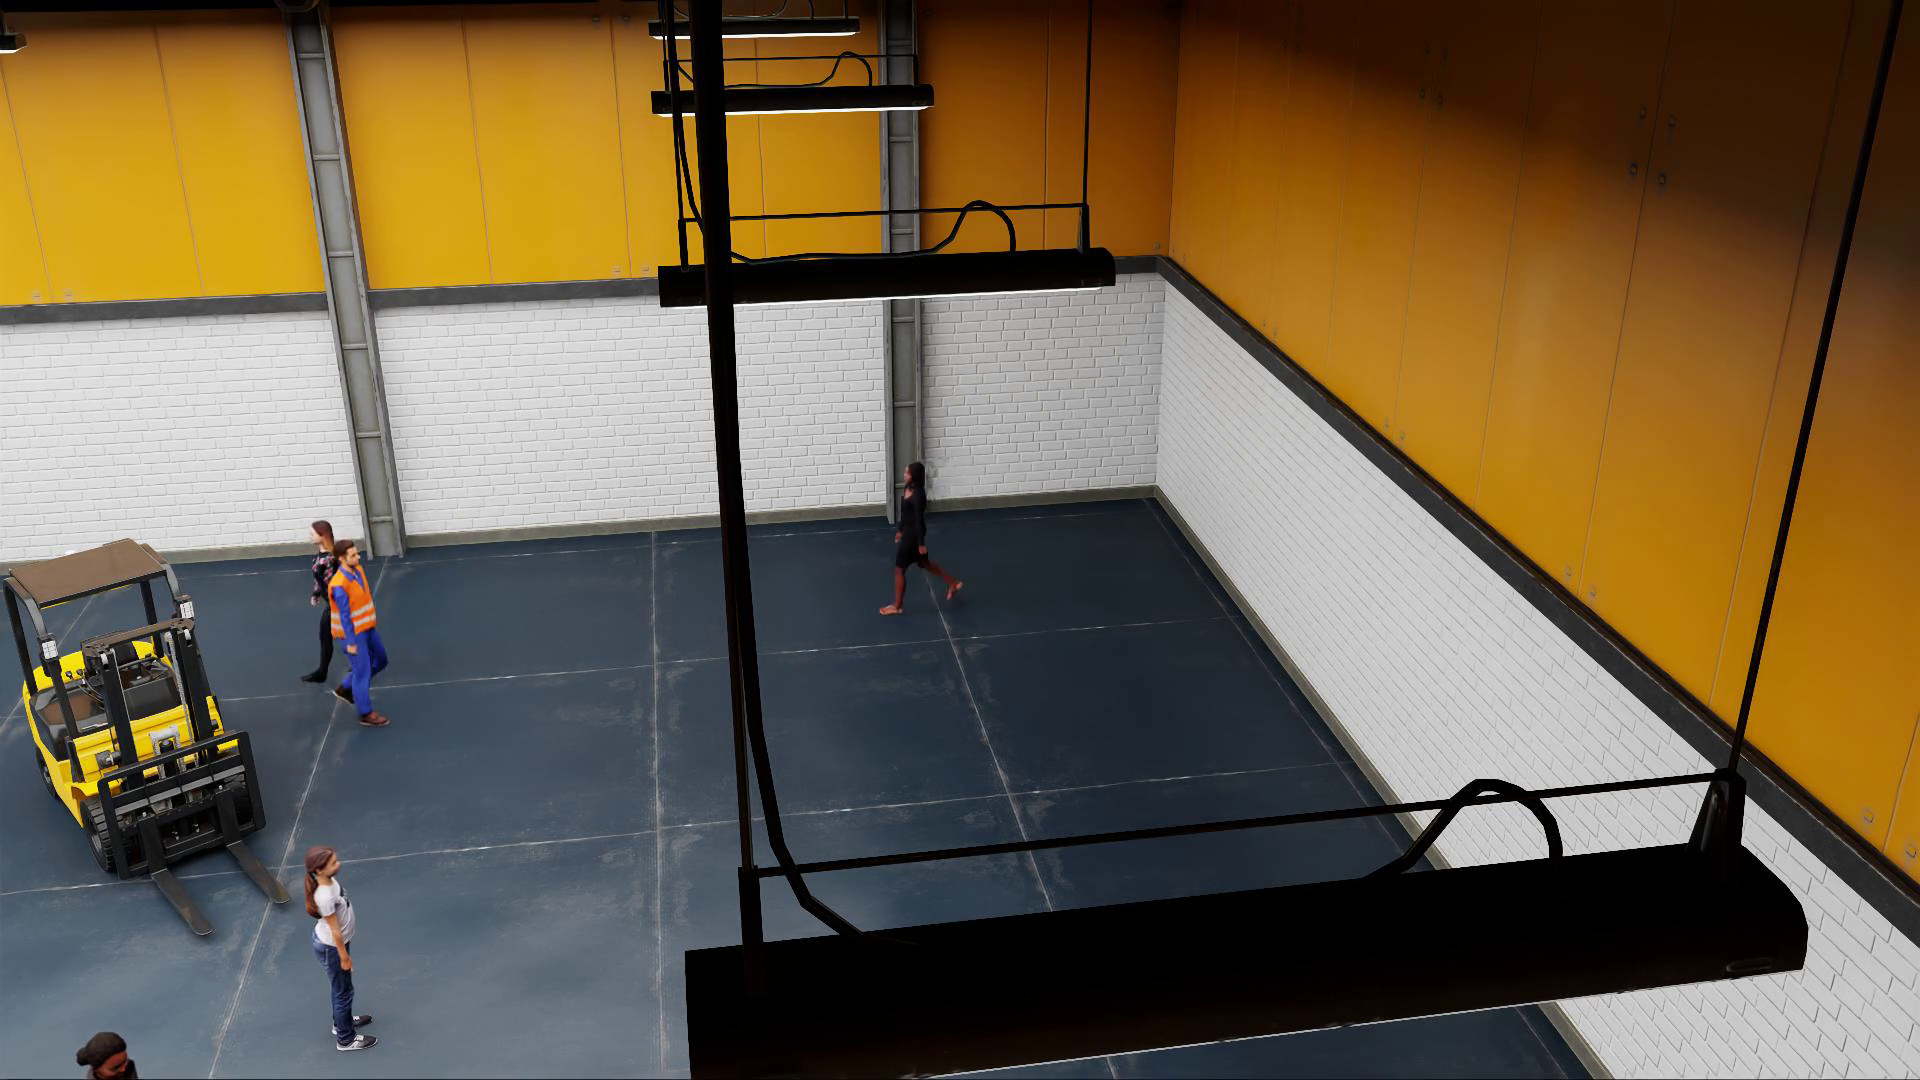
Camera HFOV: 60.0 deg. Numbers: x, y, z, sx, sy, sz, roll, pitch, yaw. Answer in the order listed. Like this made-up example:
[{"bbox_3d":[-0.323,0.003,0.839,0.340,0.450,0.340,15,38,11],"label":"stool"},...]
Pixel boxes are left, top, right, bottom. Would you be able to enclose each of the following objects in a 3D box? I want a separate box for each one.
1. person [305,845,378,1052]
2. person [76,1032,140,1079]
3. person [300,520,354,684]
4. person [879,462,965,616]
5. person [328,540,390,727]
[{"bbox_3d":[-4.232,2.730,11.269,0.583,1.562,0.588,-11,26,-23],"label":"person"},{"bbox_3d":[-4.740,3.471,9.454,0.672,1.660,0.731,-3,24,-7],"label":"person"},{"bbox_3d":[-5.945,0.570,16.094,0.949,1.656,0.685,-8,25,-18],"label":"person"},{"bbox_3d":[-0.398,-0.018,17.400,1.135,1.687,0.619,-3,24,-8],"label":"person"},{"bbox_3d":[-5.604,0.849,15.212,0.896,1.852,0.816,3,24,7],"label":"person"}]
